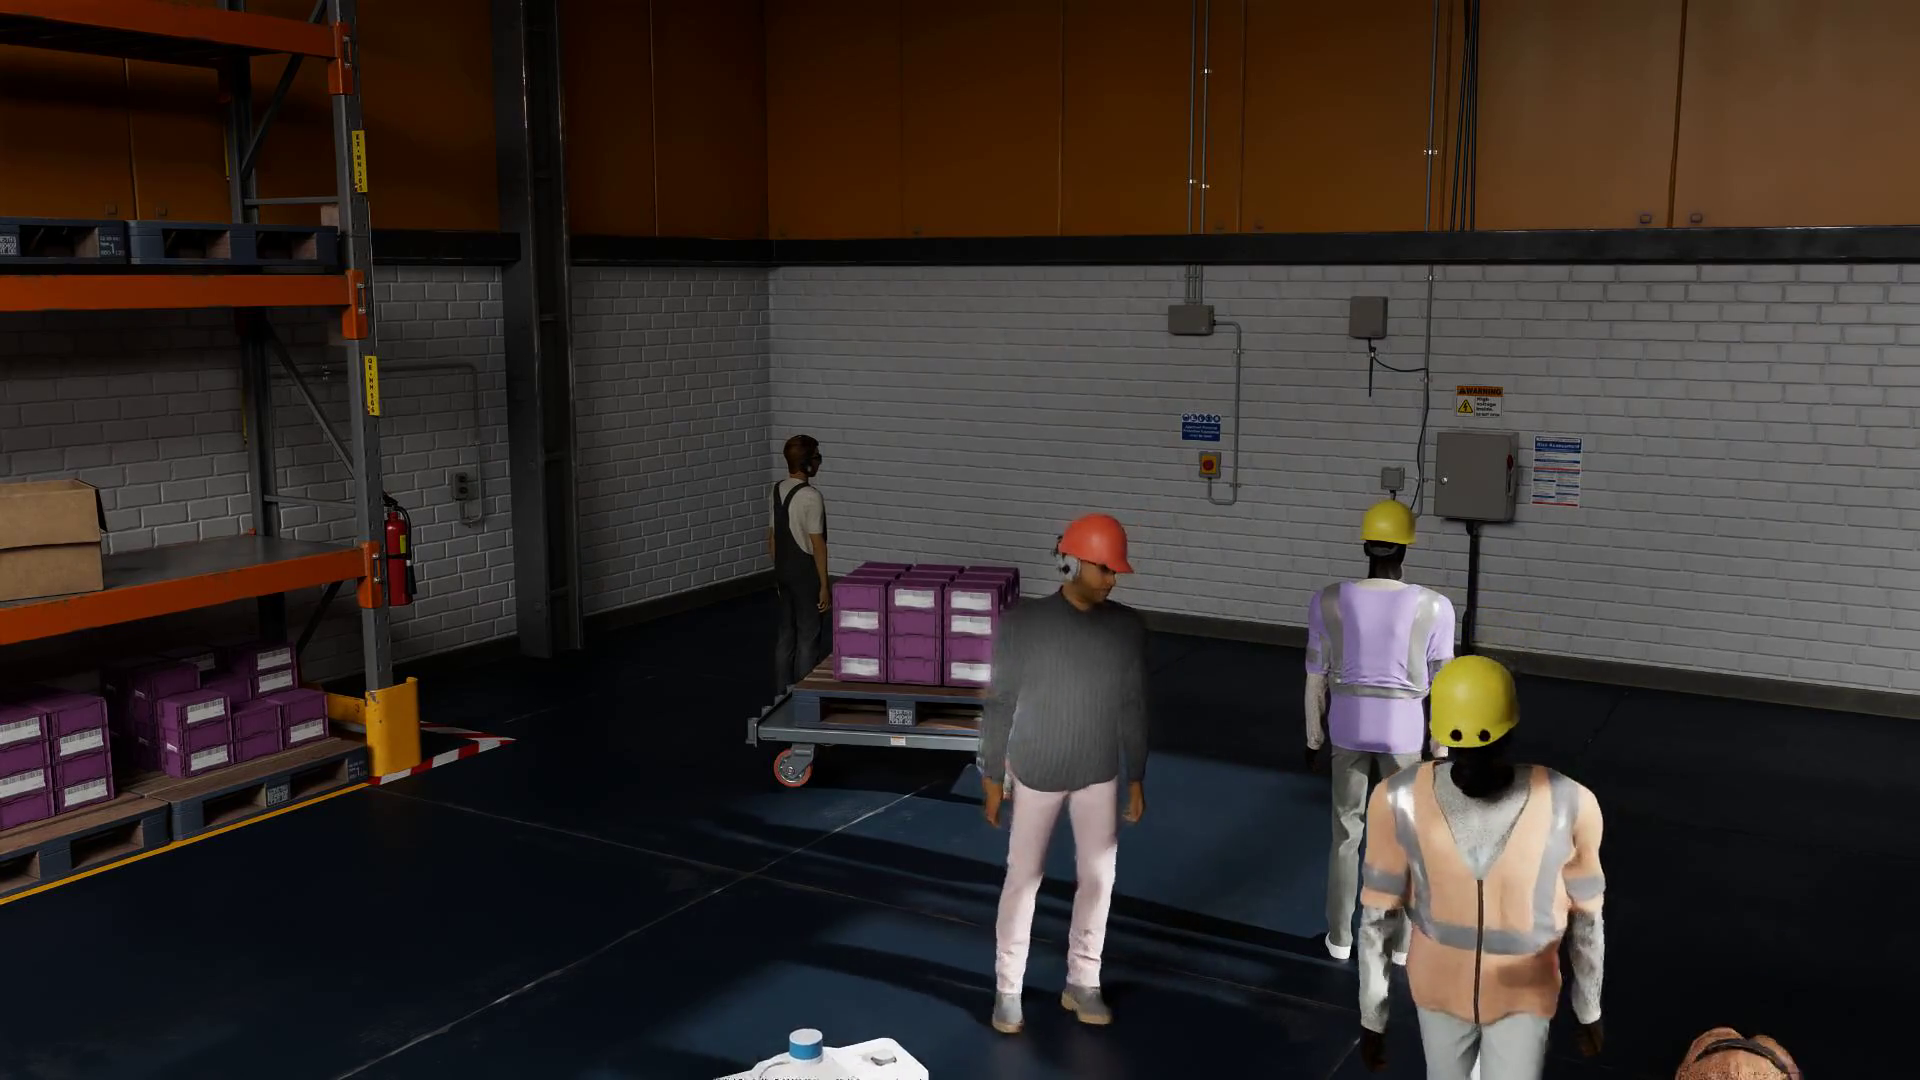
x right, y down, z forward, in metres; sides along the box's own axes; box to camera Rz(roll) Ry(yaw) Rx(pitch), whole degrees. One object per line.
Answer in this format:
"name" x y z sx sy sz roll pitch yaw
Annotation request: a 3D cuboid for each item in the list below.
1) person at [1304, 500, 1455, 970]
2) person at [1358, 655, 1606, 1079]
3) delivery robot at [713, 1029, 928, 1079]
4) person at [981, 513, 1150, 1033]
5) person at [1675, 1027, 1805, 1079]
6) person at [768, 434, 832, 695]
"person" 1.714 0.792 6.830 0.594 1.924 0.382 3 10 18
"person" 1.356 1.216 4.345 0.629 1.877 0.955 4 10 23
"delivery robot" -0.463 1.720 5.014 0.707 0.478 0.477 -5 10 -29
"person" 0.395 0.873 6.213 0.667 1.973 0.437 -3 9 -16
"person" 1.221 1.601 2.704 0.526 1.619 0.621 7 11 37
"person" -0.984 0.261 10.402 0.342 1.846 0.509 -9 13 -43
